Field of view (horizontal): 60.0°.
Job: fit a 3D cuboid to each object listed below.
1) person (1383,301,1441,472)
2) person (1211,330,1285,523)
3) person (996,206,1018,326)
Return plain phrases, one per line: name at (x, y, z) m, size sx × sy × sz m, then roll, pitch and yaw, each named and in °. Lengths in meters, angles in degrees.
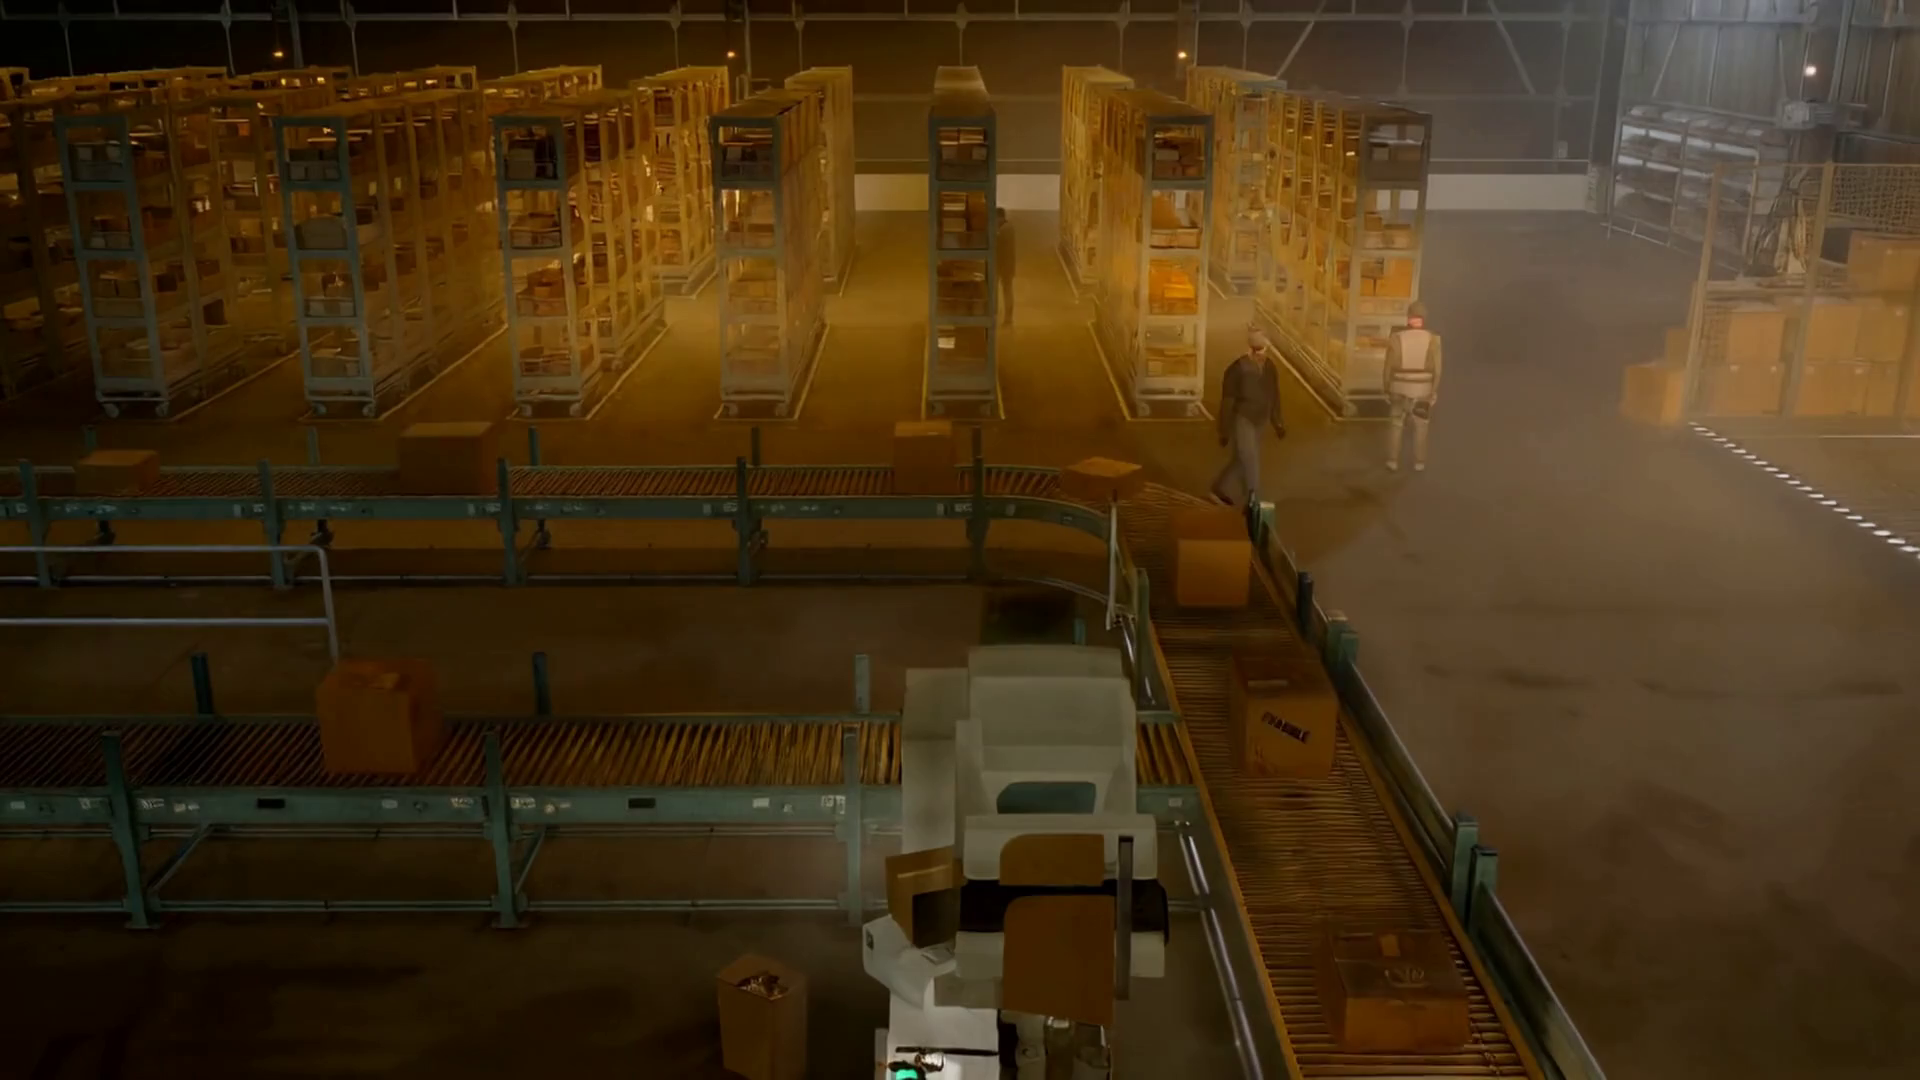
person at (4.791, -1.624, 17.672) m, size 0.589 × 1.834 × 0.403 m, roll 4°, pitch 18°, yaw 12°
person at (2.771, -1.144, 16.156) m, size 0.633 × 1.866 × 0.932 m, roll -14°, pitch 23°, yaw -37°
person at (0.640, -4.255, 25.781) m, size 0.579 × 1.831 × 0.396 m, roll 11°, pitch 21°, yaw 31°
